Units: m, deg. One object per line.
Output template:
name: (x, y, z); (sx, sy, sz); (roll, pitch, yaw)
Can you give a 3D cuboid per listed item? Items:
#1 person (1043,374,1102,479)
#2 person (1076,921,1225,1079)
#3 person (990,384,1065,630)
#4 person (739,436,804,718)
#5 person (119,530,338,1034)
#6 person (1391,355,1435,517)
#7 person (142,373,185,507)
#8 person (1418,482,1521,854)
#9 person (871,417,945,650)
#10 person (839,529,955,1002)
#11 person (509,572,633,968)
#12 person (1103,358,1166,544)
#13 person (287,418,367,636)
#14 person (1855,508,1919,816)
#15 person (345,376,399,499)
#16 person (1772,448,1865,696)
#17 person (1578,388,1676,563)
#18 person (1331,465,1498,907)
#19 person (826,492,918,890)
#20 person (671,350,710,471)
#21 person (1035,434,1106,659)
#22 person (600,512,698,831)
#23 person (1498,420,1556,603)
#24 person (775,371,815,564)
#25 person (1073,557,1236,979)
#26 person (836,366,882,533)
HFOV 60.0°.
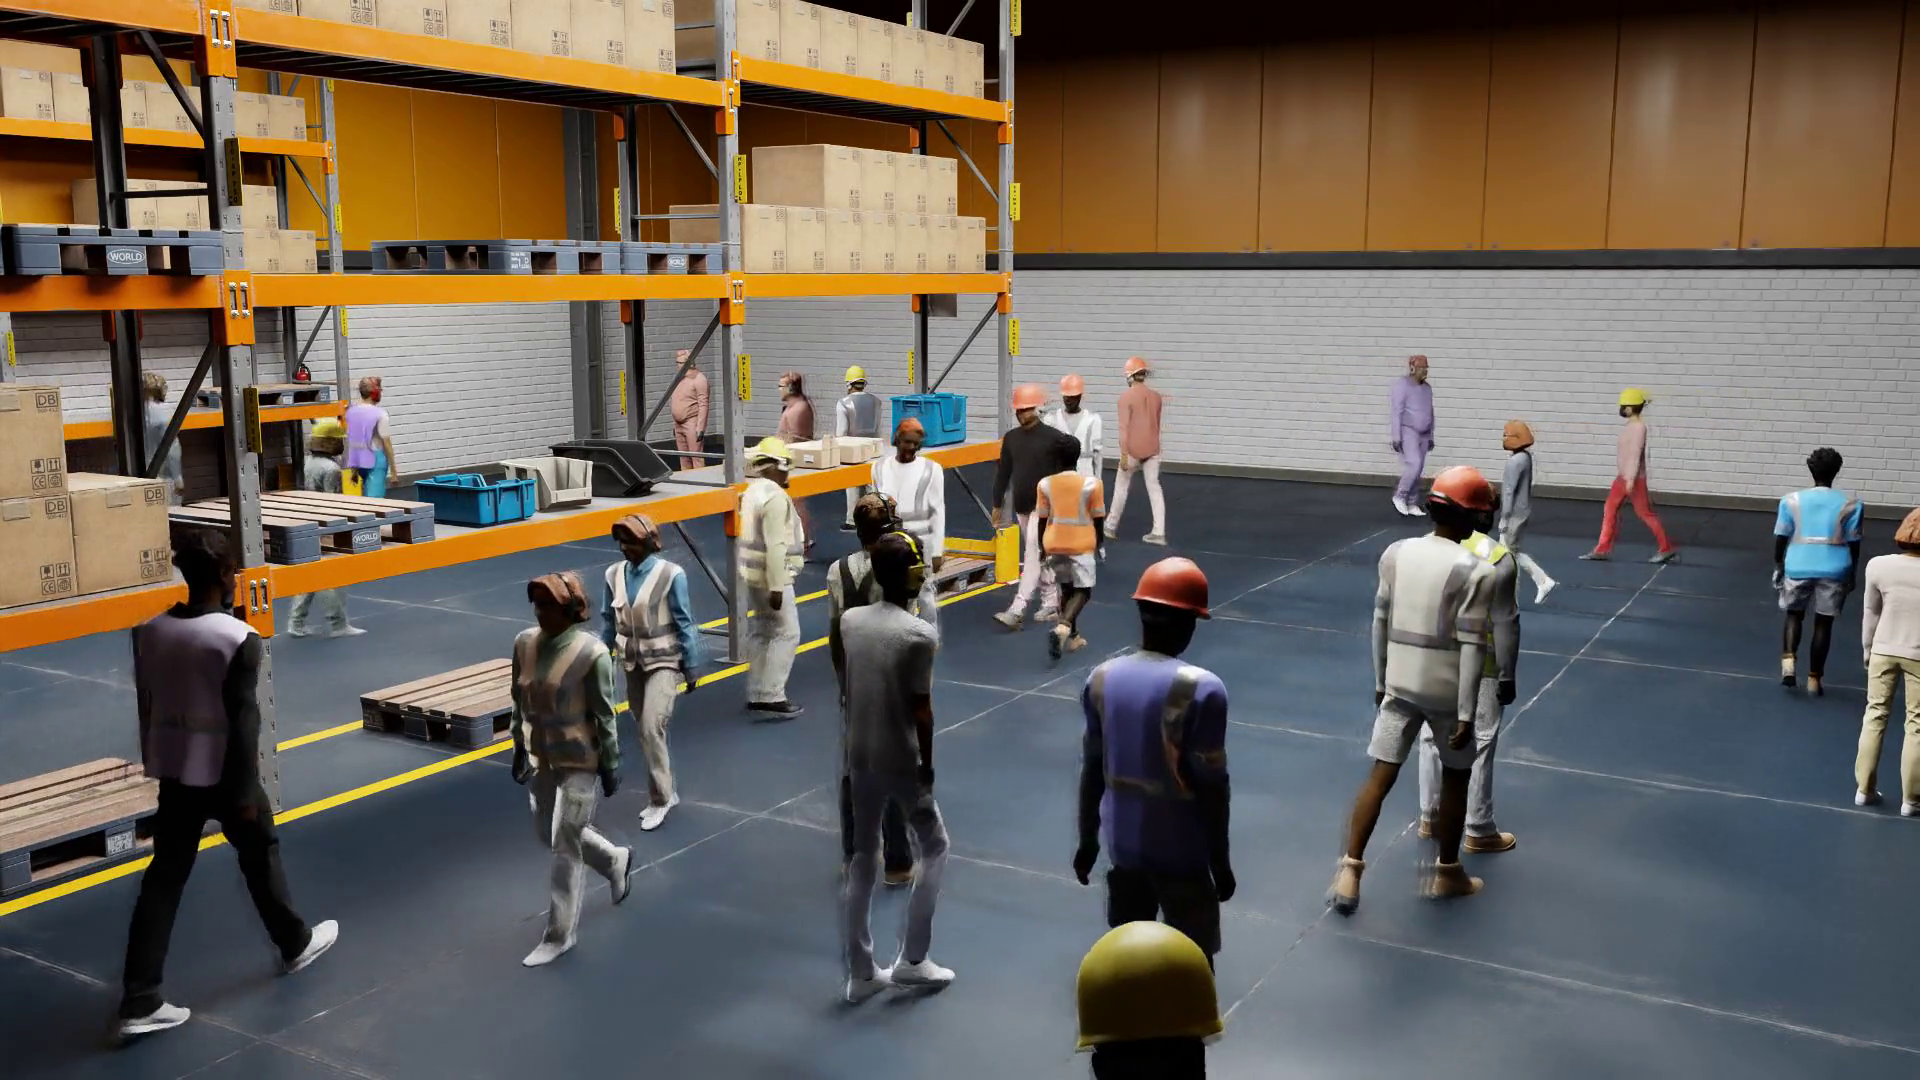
person: (1.031, -0.572, 15.363); (0.556, 1.916, 0.436); (1, 9, 5)
person: (0.262, 1.525, 2.431); (0.627, 1.868, 0.616); (6, 11, 35)
person: (0.504, -0.262, 13.321); (0.660, 1.945, 0.976); (8, 12, 42)
person: (-1.210, 0.237, 10.714); (0.446, 1.792, 0.628); (-4, 10, -25)
person: (-2.902, 0.894, 6.412); (0.606, 1.862, 1.047); (3, 10, 21)
person: (5.318, -1.208, 19.401); (0.670, 1.894, 0.432); (-7, 12, -39)
person: (-7.554, -0.600, 15.543); (0.633, 1.922, 0.640); (5, 11, 31)
person: (2.506, 0.616, 8.214); (0.429, 1.840, 0.624); (-6, 11, -32)
person: (-0.380, 0.021, 11.999); (0.612, 1.826, 0.996); (4, 10, 21)
person: (-0.263, 0.880, 6.533); (0.543, 1.848, 0.560); (6, 11, 35)
person: (-1.631, 0.914, 7.024); (0.522, 1.618, 0.686); (6, 11, 32)
person: (1.848, -0.951, 17.654); (0.677, 1.943, 0.975); (-6, 11, -33)
person: (-5.008, -0.075, 12.945); (0.504, 1.720, 0.606); (9, 13, 44)
person: (4.988, 0.635, 8.745); (0.271, 1.627, 0.496); (-7, 12, -39)
person: (-5.905, -0.724, 16.692); (0.585, 1.856, 0.621); (6, 11, 32)
person: (5.768, 0.218, 11.199); (0.537, 1.681, 0.360); (6, 11, 32)
person: (6.621, -0.624, 16.294); (0.883, 1.728, 0.532); (1, 9, 6)
person: (2.019, 0.675, 7.418); (0.842, 2.001, 0.631); (-7, 11, -37)
person: (-0.377, 0.693, 7.704); (0.508, 1.846, 0.345); (6, 11, 33)
person: (-3.383, -1.412, 20.675); (0.409, 1.903, 0.638); (-8, 12, -42)
person: (0.786, 0.056, 12.222); (0.530, 1.662, 0.708); (4, 10, 26)
person: (-1.637, 0.672, 8.524); (0.530, 1.619, 0.554); (5, 10, 29)
person: (4.713, -0.198, 13.972); (0.473, 1.617, 0.505); (5, 10, 28)
person: (-1.642, -0.696, 16.246); (0.439, 1.894, 0.649); (-1, 9, -6)
person: (0.658, 1.029, 5.431); (0.587, 1.907, 0.778); (-8, 12, -42)
person: (-1.133, -0.995, 18.279); (0.599, 1.830, 0.404); (-8, 12, -39)
